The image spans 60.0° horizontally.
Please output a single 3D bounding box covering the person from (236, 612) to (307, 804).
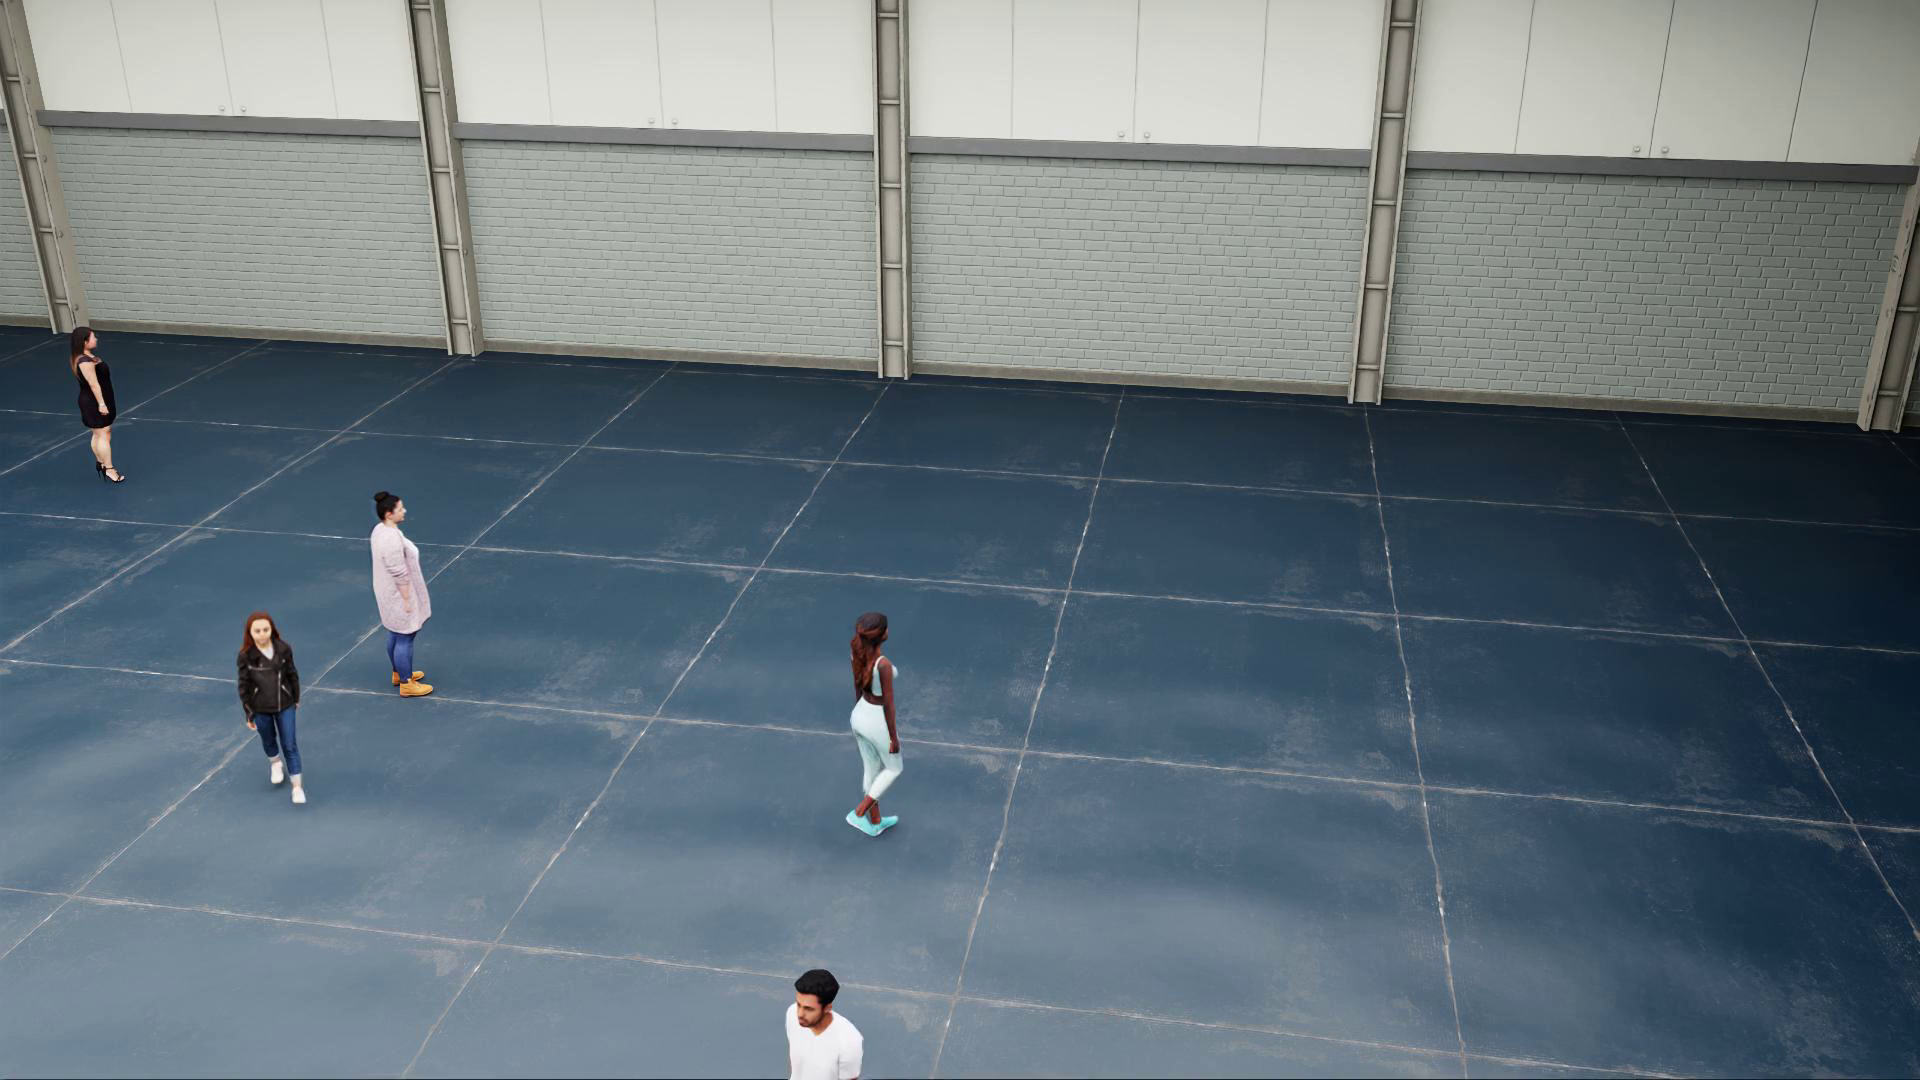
[{"bbox_3d":[-5.020,1.174,12.100,0.974,1.446,0.971,-11,25,-24],"label":"person"}]

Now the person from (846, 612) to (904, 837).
[{"bbox_3d":[-0.647,1.312,11.426,0.829,1.719,0.780,-19,29,-37],"label":"person"}]

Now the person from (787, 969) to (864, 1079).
[{"bbox_3d":[-0.594,2.750,8.047,0.735,1.717,0.821,16,28,33],"label":"person"}]

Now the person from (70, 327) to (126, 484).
[{"bbox_3d":[-9.339,-1.465,17.959,0.812,1.718,0.738,-18,29,-36],"label":"person"}]

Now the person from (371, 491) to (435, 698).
[{"bbox_3d":[-4.565,0.418,13.499,0.816,1.743,0.783,-12,26,-26],"label":"person"}]
